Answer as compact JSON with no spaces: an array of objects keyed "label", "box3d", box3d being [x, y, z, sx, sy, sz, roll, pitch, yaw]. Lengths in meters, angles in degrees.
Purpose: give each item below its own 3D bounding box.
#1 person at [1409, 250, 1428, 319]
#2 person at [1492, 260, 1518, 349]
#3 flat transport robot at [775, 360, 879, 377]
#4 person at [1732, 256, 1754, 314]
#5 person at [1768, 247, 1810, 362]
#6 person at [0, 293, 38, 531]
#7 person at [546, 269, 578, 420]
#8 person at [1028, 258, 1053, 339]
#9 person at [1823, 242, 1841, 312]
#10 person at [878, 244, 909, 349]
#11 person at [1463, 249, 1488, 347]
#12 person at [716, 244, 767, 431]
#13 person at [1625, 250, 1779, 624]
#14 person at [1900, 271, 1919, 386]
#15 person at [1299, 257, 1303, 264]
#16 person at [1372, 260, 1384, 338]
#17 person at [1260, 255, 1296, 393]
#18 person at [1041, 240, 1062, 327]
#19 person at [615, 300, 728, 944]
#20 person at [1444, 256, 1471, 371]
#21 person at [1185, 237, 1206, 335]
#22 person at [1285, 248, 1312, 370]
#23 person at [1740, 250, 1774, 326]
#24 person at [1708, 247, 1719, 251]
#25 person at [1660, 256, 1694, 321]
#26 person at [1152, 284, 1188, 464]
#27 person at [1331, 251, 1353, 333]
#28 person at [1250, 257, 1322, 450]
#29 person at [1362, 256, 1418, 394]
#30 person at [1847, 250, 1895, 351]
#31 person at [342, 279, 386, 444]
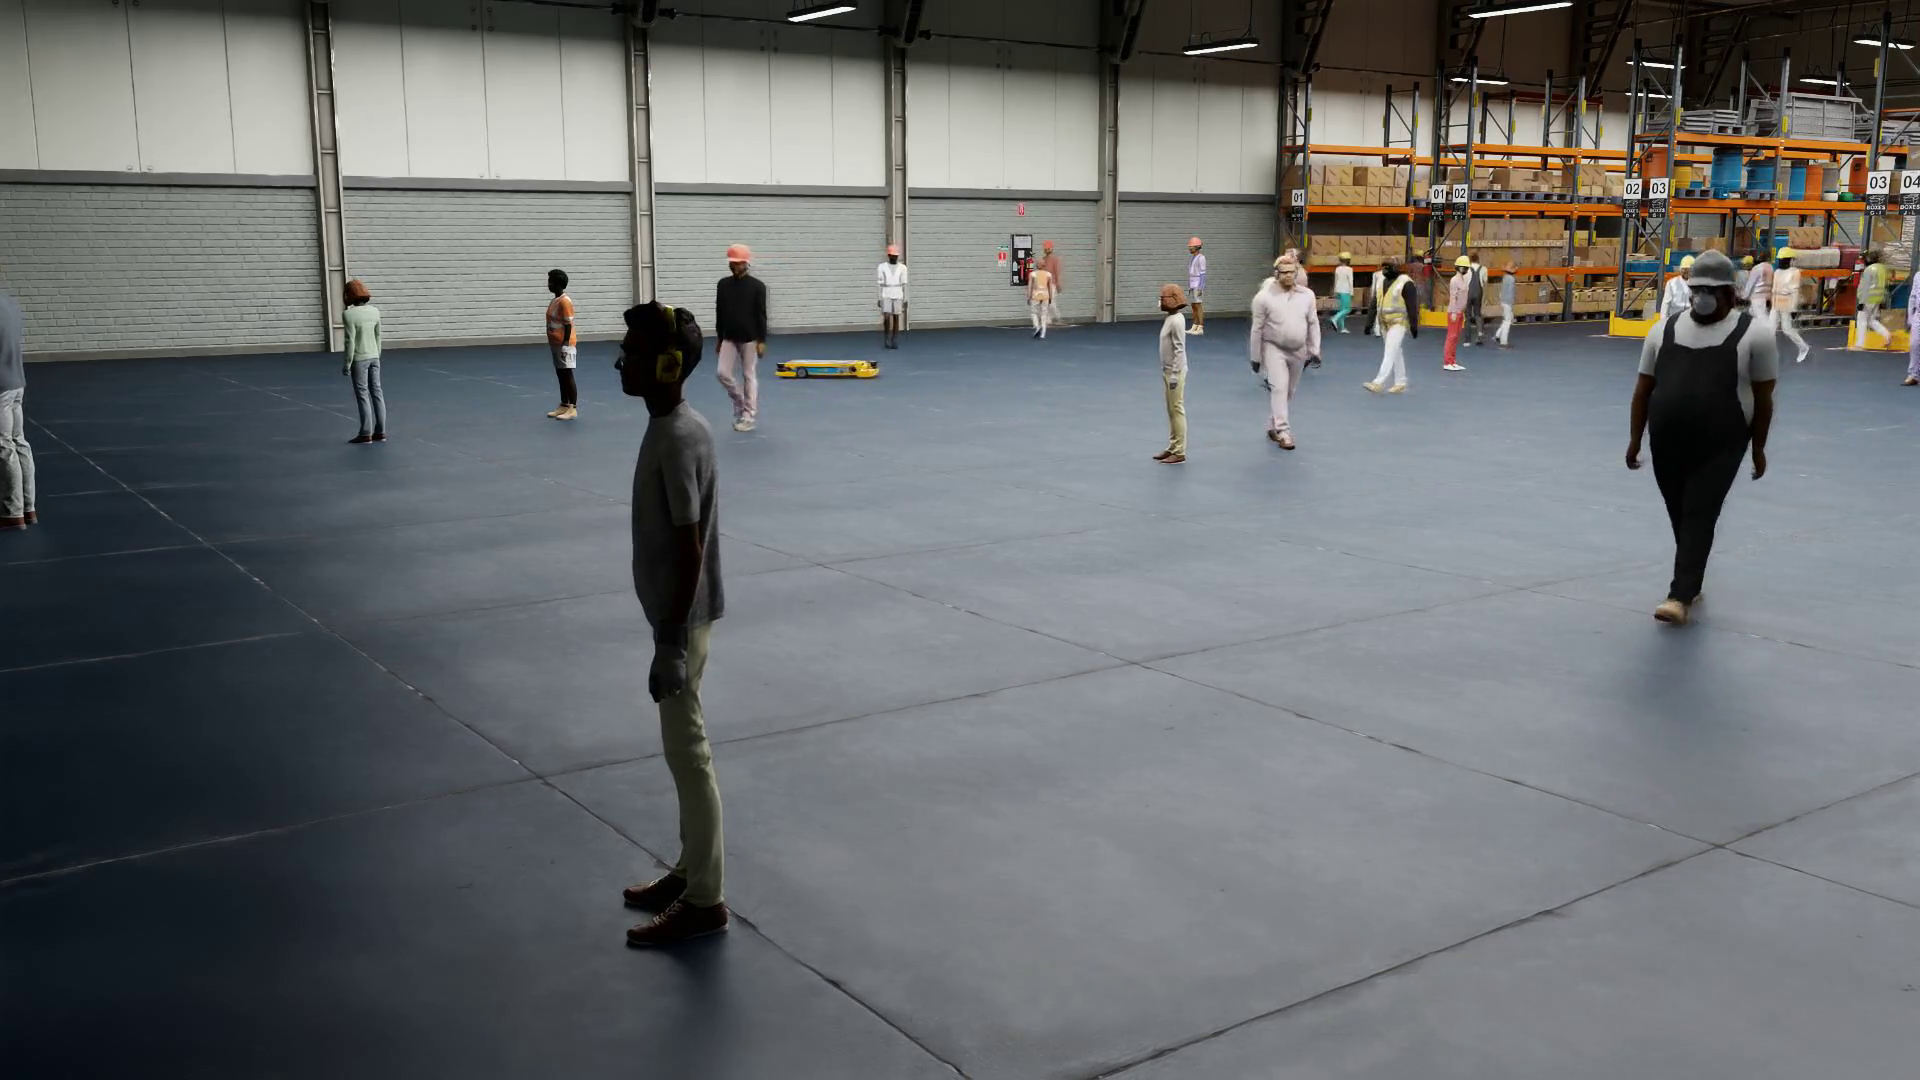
[{"label":"person","box3d":[11.392,-6.349,41.439,0.894,1.723,0.537,-8,13,-38]},{"label":"person","box3d":[10.118,-4.336,30.661,0.358,1.621,0.524,0,10,0]},{"label":"flat transport robot","box3d":[-1.953,-2.529,24.477,1.431,0.197,0.652,1,10,5]},{"label":"person","box3d":[15.325,-4.719,32.589,0.921,1.694,0.486,-3,11,-18]},{"label":"person","box3d":[13.480,-3.822,27.101,0.817,1.904,0.591,-2,11,-12]},{"label":"person","box3d":[-6.767,-1.029,11.678,0.356,1.938,0.638,-2,10,-10]},{"label":"person","box3d":[-4.505,-2.202,18.777,0.317,1.696,0.538,-6,12,-30]},{"label":"person","box3d":[1.618,-4.871,33.602,0.538,1.623,0.375,-2,11,-12]},{"label":"person","box3d":[23.841,-7.190,45.496,0.574,1.922,0.572,-9,14,-40]},{"label":"person","box3d":[-1.218,-4.451,30.488,0.566,1.914,0.671,-1,10,-6]},{"label":"person","box3d":[9.598,-4.514,31.118,0.513,1.824,0.482,0,10,1]},{"label":"person","box3d":[-2.333,-2.138,17.634,0.647,1.979,0.439,5,11,24]},{"label":"person","box3d":[3.992,-0.599,9.040,0.698,2.000,1.008,10,14,43]},{"label":"person","box3d":[13.332,-3.046,22.830,0.405,1.908,0.644,-8,13,-37]},{"label":"person","box3d":[6.826,-5.008,34.282,0.897,1.642,0.567,-9,14,-40]},{"label":"person","box3d":[8.707,-4.963,34.164,0.526,1.590,0.869,5,11,25]},{"label":"person","box3d":[4.217,-2.841,21.958,0.472,1.810,0.633,-6,12,-31]},{"label":"person","box3d":[2.011,-5.806,37.771,0.434,1.980,0.636,-7,12,-33]},{"label":"person","box3d":[-0.855,0.243,4.882,0.326,1.876,0.518,-2,11,-11]},{"label":"person","box3d":[7.705,-3.499,25.701,0.328,1.765,0.528,7,12,34]},{"label":"person","box3d":[4.934,-5.327,34.955,0.391,2.040,0.615,-2,11,-12]},{"label":"person","box3d":[4.877,-3.309,24.300,0.486,1.892,0.666,0,10,0]},{"label":"person","box3d":[15.108,-4.604,31.652,0.637,1.790,0.947,-9,14,-41]},{"label":"person","box3d":[15.098,-4.963,33.511,0.977,1.831,0.599,-3,11,-16]},{"label":"person","box3d":[10.479,-3.212,24.086,0.616,1.779,0.945,5,12,27]},{"label":"person","box3d":[1.929,-1.508,15.139,0.284,1.633,0.501,0,10,-1]},{"label":"person","box3d":[8.135,-5.266,35.403,0.521,1.750,0.543,-5,11,-25]},{"label":"person","box3d":[3.209,-1.853,16.442,0.641,1.863,0.977,-2,11,-13]},{"label":"person","box3d":[5.572,-2.790,21.710,0.943,1.794,0.638,-5,12,-28]},{"label":"person","box3d":[16.464,-4.298,29.955,0.645,1.820,0.631,-8,13,-37]},{"label":"person","box3d":[-5.971,-1.778,16.621,0.279,1.633,0.498,4,11,21]}]
